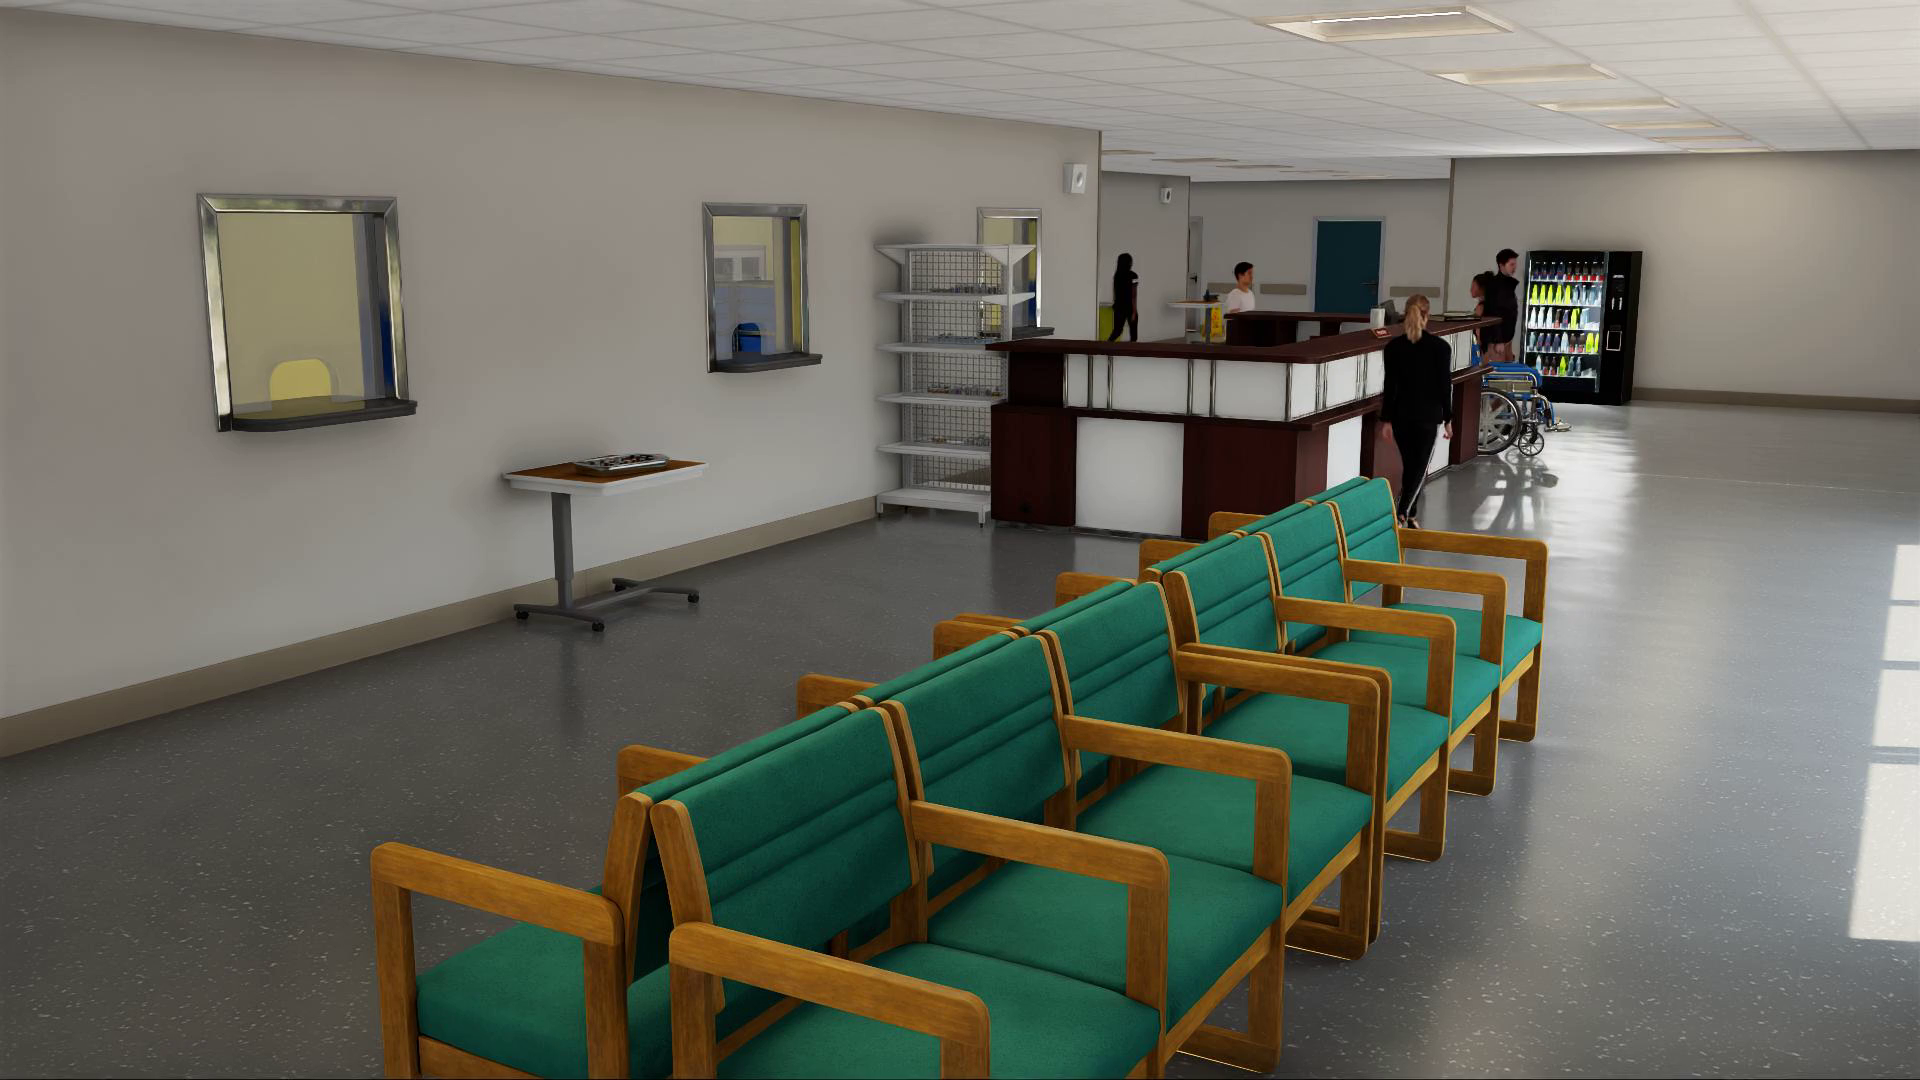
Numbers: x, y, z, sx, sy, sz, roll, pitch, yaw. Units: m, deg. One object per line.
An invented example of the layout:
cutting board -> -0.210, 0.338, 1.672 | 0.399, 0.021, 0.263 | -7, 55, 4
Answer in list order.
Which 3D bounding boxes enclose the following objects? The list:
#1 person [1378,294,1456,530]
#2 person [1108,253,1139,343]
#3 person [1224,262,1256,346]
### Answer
person -> 2.952, -0.722, 10.839 | 1.027, 1.671, 0.729 | 8, 13, 35
person -> 2.437, -3.446, 25.123 | 1.108, 1.699, 0.775 | 8, 13, 37
person -> 3.136, -2.313, 19.114 | 1.111, 1.682, 0.773 | 9, 14, 39
